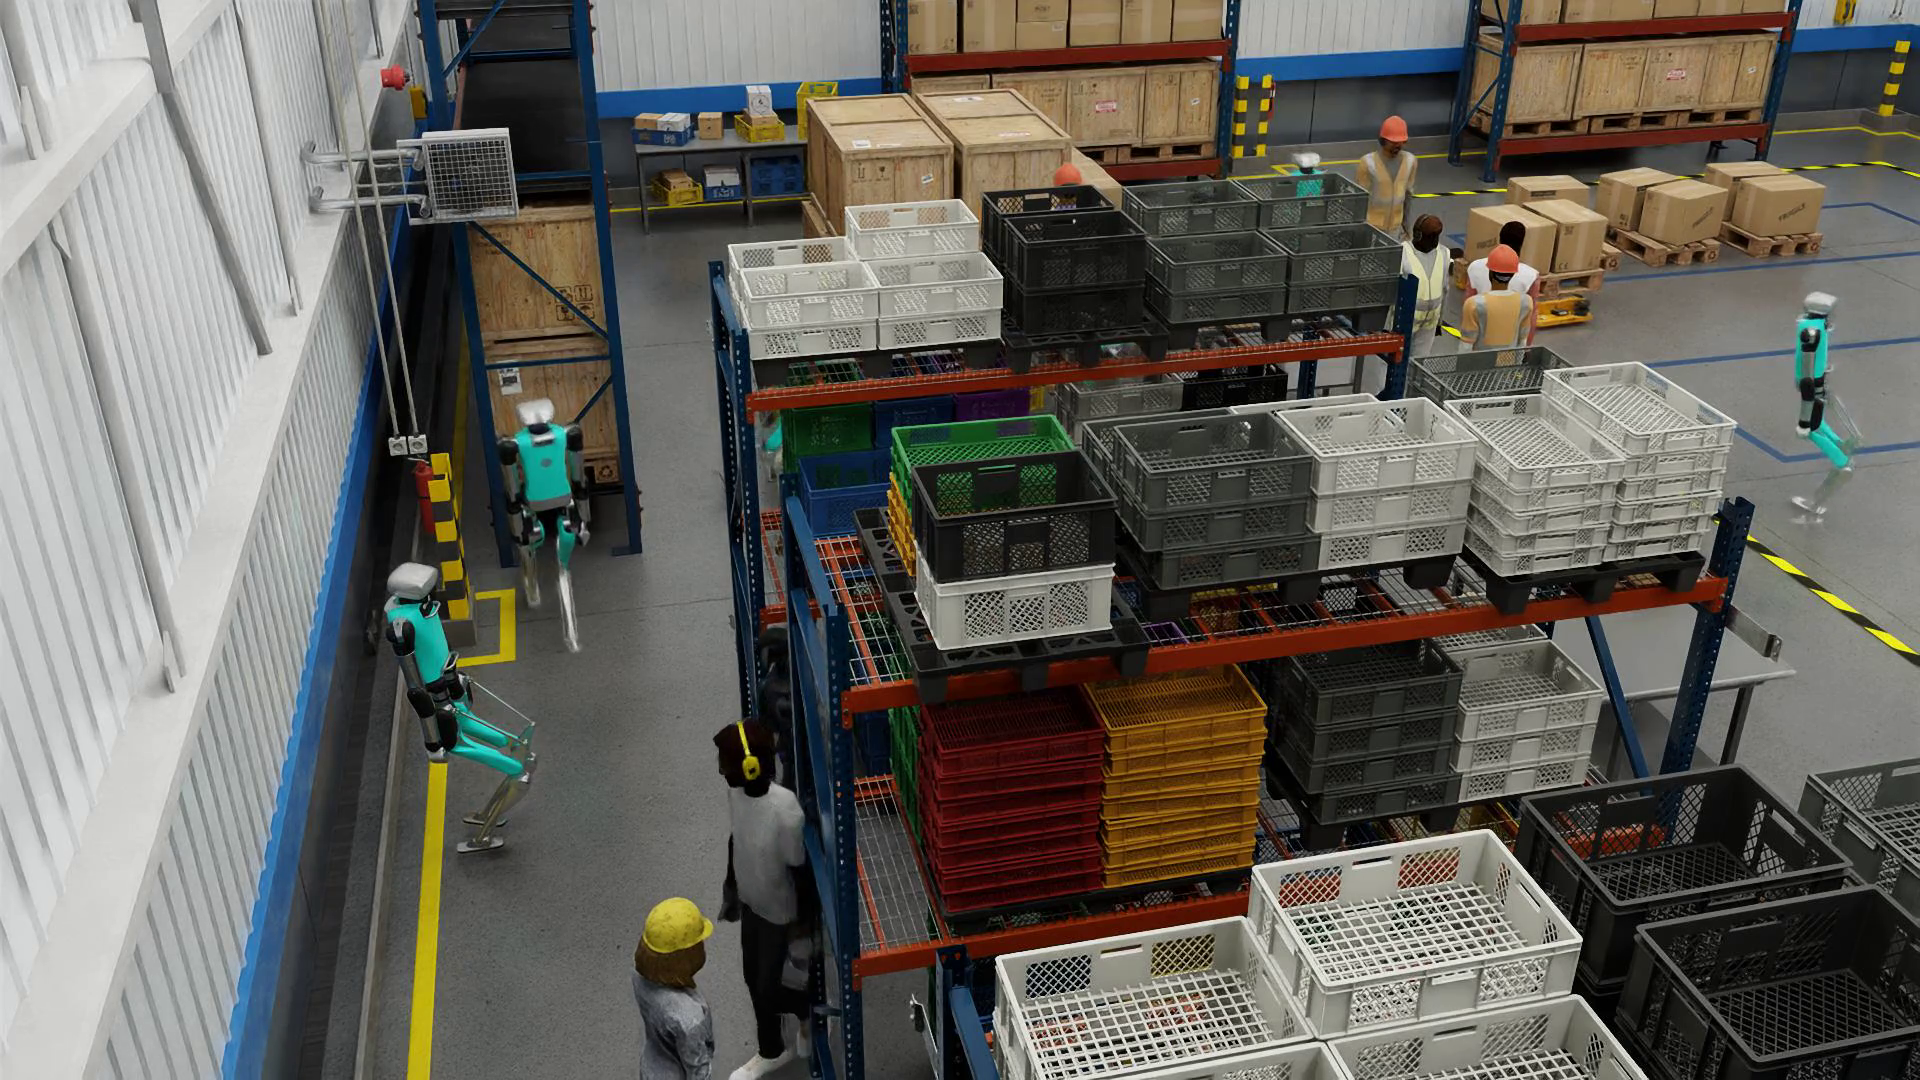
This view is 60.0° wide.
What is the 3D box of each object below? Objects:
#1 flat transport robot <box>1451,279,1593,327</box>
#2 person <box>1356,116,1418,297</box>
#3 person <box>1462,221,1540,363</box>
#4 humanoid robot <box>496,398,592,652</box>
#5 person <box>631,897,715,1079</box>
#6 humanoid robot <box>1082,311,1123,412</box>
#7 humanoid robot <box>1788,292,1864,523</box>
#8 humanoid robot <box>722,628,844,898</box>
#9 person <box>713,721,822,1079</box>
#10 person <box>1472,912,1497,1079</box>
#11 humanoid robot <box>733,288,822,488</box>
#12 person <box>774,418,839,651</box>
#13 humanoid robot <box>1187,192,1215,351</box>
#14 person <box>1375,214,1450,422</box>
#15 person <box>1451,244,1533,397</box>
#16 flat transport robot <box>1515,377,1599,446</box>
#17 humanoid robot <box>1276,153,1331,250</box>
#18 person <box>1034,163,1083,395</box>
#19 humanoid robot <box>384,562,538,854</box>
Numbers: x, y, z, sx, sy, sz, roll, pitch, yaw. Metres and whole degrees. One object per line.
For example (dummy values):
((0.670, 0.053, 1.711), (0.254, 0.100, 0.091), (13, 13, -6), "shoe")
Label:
((5.646, -2.492, 16.746), (0.652, 0.197, 1.431), (-10, 29, -18), "flat transport robot")
((4.046, -3.036, 15.906), (0.613, 2.040, 0.389), (-7, 29, -12), "person")
((4.295, -1.612, 13.335), (0.587, 1.920, 0.392), (19, 33, 31), "person")
((-2.750, -0.206, 10.894), (0.543, 1.770, 0.978), (-13, 30, -22), "humanoid robot")
((-1.076, 2.101, 6.488), (0.327, 1.733, 0.478), (-18, 33, -31), "person")
((1.304, -0.877, 12.154), (0.960, 1.775, 0.554), (-10, 29, -18), "humanoid robot")
((6.413, -0.935, 12.232), (0.781, 1.747, 0.585), (14, 31, 24), "humanoid robot")
((-0.917, 1.125, 8.419), (0.677, 1.626, 0.603), (-4, 28, -8), "humanoid robot")
((-0.834, 1.623, 7.273), (0.499, 1.845, 0.574), (-23, 36, -37), "person")
((1.981, 2.072, 6.409), (0.621, 1.859, 0.510), (-5, 28, -10), "person")
((-1.429, -1.071, 12.551), (0.907, 1.812, 0.563), (-2, 28, -3), "humanoid robot")
((-0.934, -0.070, 10.492), (0.503, 1.843, 0.346), (-18, 33, -30), "person")
((2.186, -2.312, 14.938), (0.459, 1.638, 0.611), (3, 28, 6), "humanoid robot")
((3.760, -1.809, 13.805), (0.622, 1.837, 0.429), (-9, 29, -16), "person")
((4.040, -1.317, 12.757), (0.543, 1.938, 0.351), (-4, 28, -7), "person")
((4.780, -1.036, 14.013), (0.659, 0.231, 1.431), (-6, 28, -12), "flat transport robot")
((3.152, -2.856, 16.003), (0.546, 1.880, 0.817), (-8, 29, -15), "humanoid robot")
((0.928, -2.252, 14.426), (0.605, 2.038, 0.385), (-2, 28, -4), "person")
((-2.511, 0.879, 8.659), (0.735, 1.677, 0.533), (-1, 28, -1), "humanoid robot")
